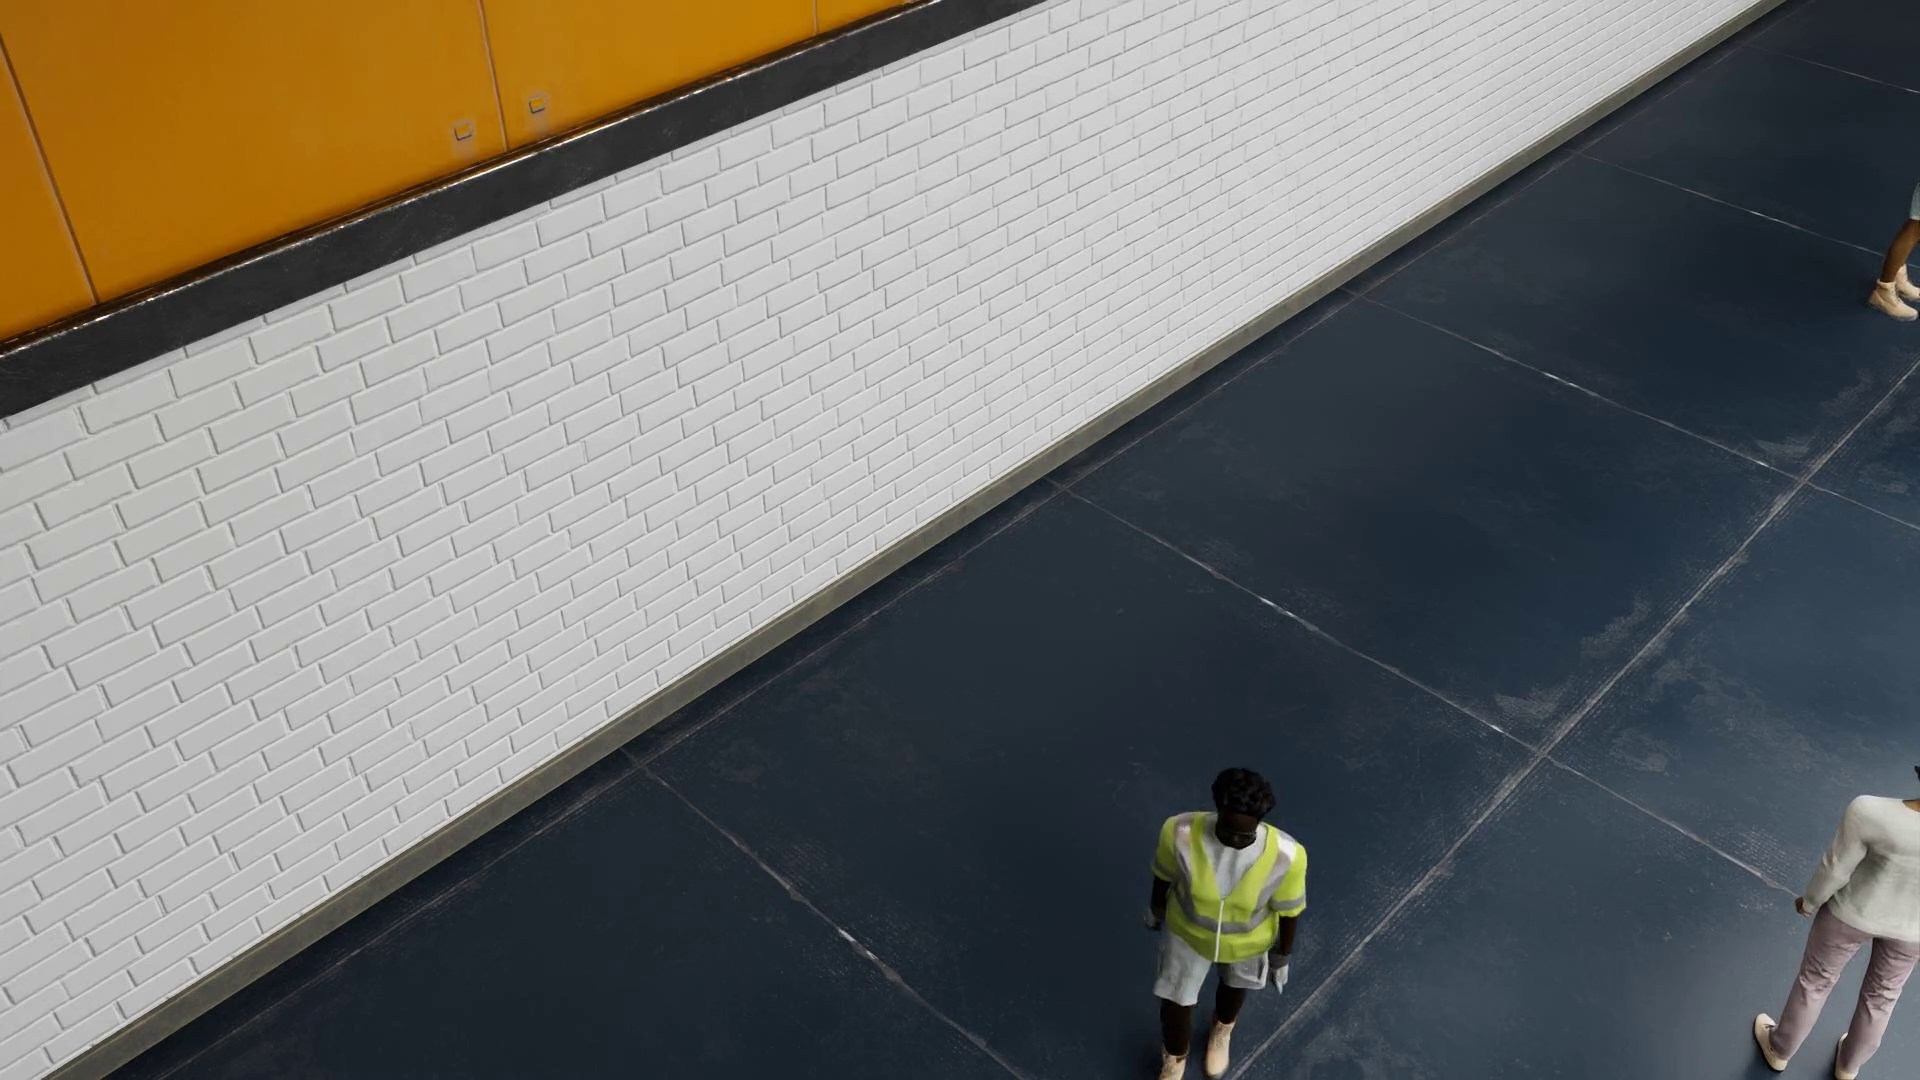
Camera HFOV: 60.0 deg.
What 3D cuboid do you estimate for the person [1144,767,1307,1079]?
[{"bbox_3d":[0.923,1.458,5.963,0.562,1.676,0.594,8,39,10],"label":"person"}]

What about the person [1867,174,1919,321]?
[{"bbox_3d":[6.263,-2.369,10.468,0.397,2.037,0.608,29,47,31],"label":"person"}]

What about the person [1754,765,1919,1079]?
[{"bbox_3d":[3.339,1.340,6.046,0.533,1.767,0.318,11,40,13],"label":"person"}]
